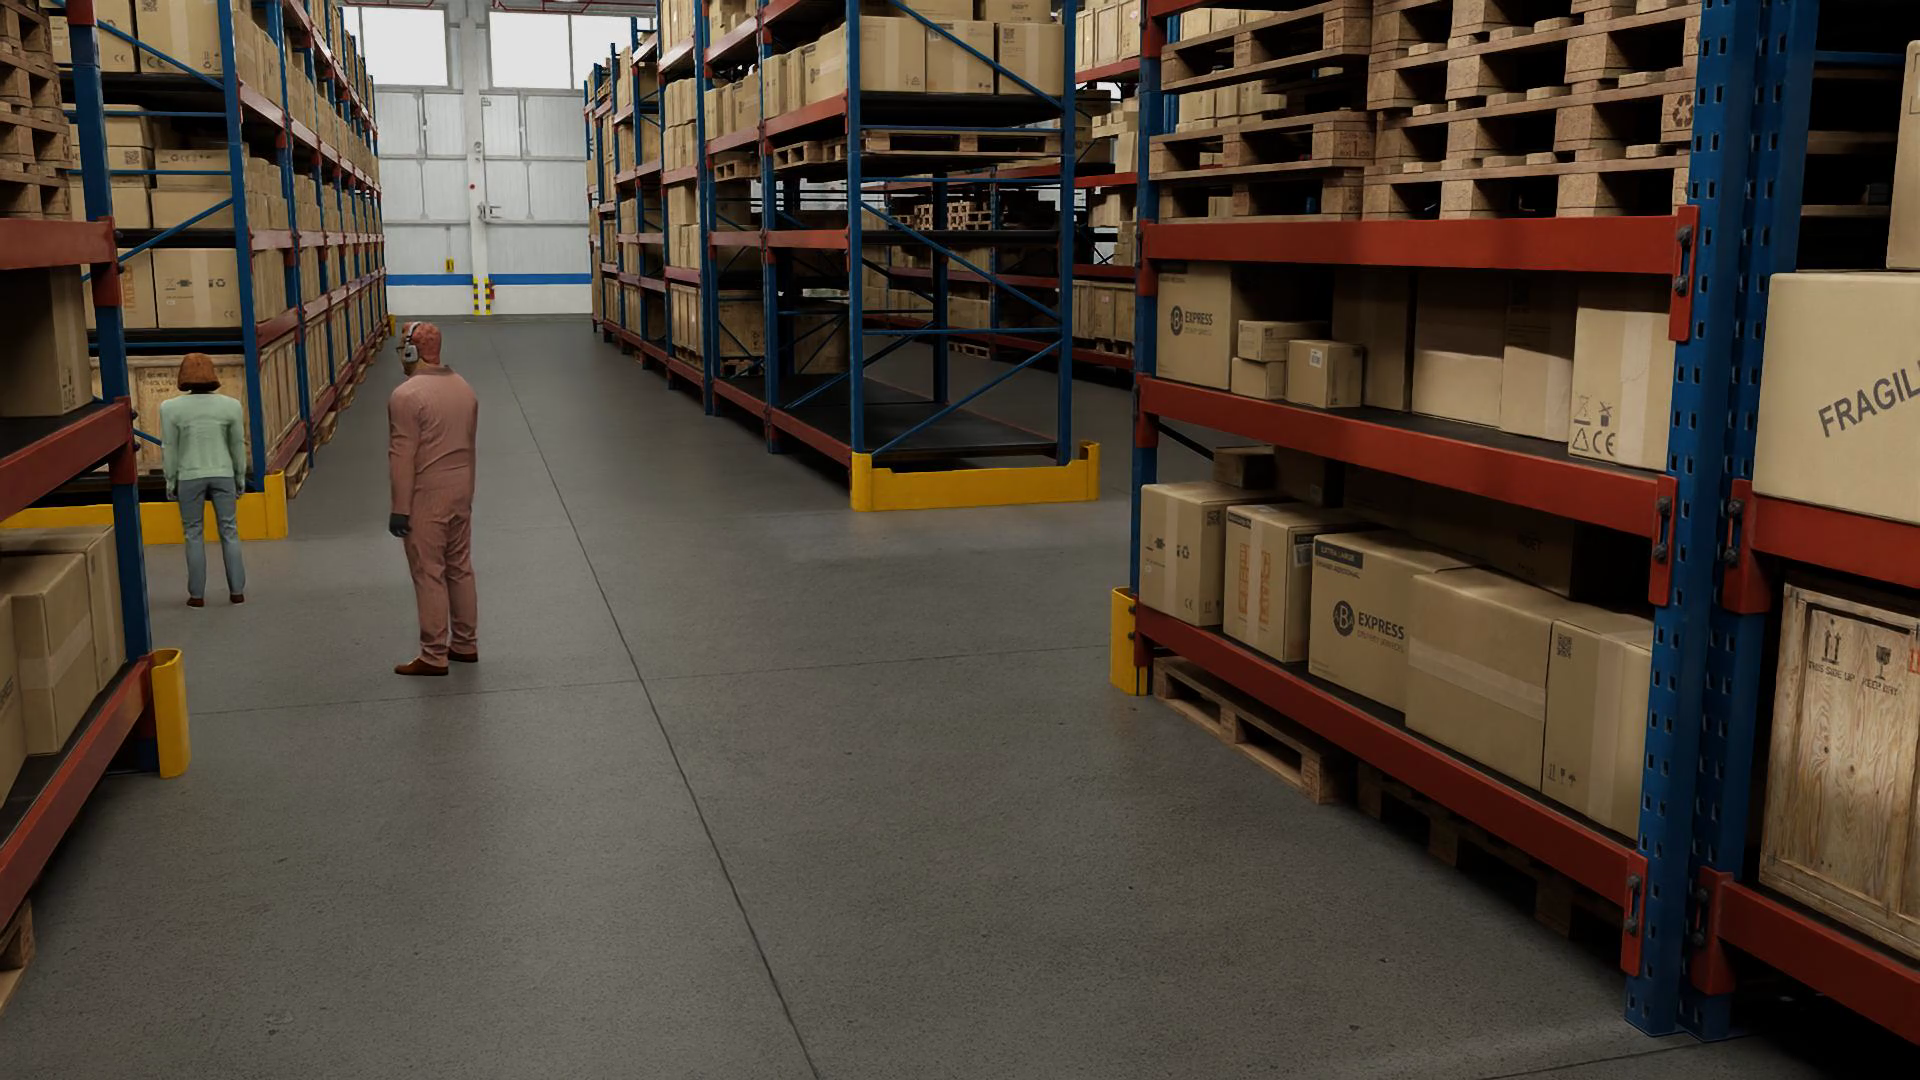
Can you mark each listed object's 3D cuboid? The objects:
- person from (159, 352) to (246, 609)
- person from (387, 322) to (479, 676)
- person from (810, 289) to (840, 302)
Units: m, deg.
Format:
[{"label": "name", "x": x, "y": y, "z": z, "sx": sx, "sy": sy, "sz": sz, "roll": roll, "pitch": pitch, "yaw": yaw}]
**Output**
[{"label": "person", "x": -4.788, "y": -0.374, "z": 10.567, "sx": 0.494, "sy": 1.624, "sz": 0.279, "roll": -8, "pitch": 13, "yaw": -37}, {"label": "person", "x": -2.865, "y": -0.223, "z": 8.997, "sx": 0.399, "sy": 1.900, "sz": 0.645, "roll": 3, "pitch": 11, "yaw": 17}, {"label": "person", "x": -2.822, "y": -4.967, "z": 34.799, "sx": 0.643, "sy": 1.962, "sz": 0.706, "roll": -2, "pitch": 10, "yaw": -9}]
